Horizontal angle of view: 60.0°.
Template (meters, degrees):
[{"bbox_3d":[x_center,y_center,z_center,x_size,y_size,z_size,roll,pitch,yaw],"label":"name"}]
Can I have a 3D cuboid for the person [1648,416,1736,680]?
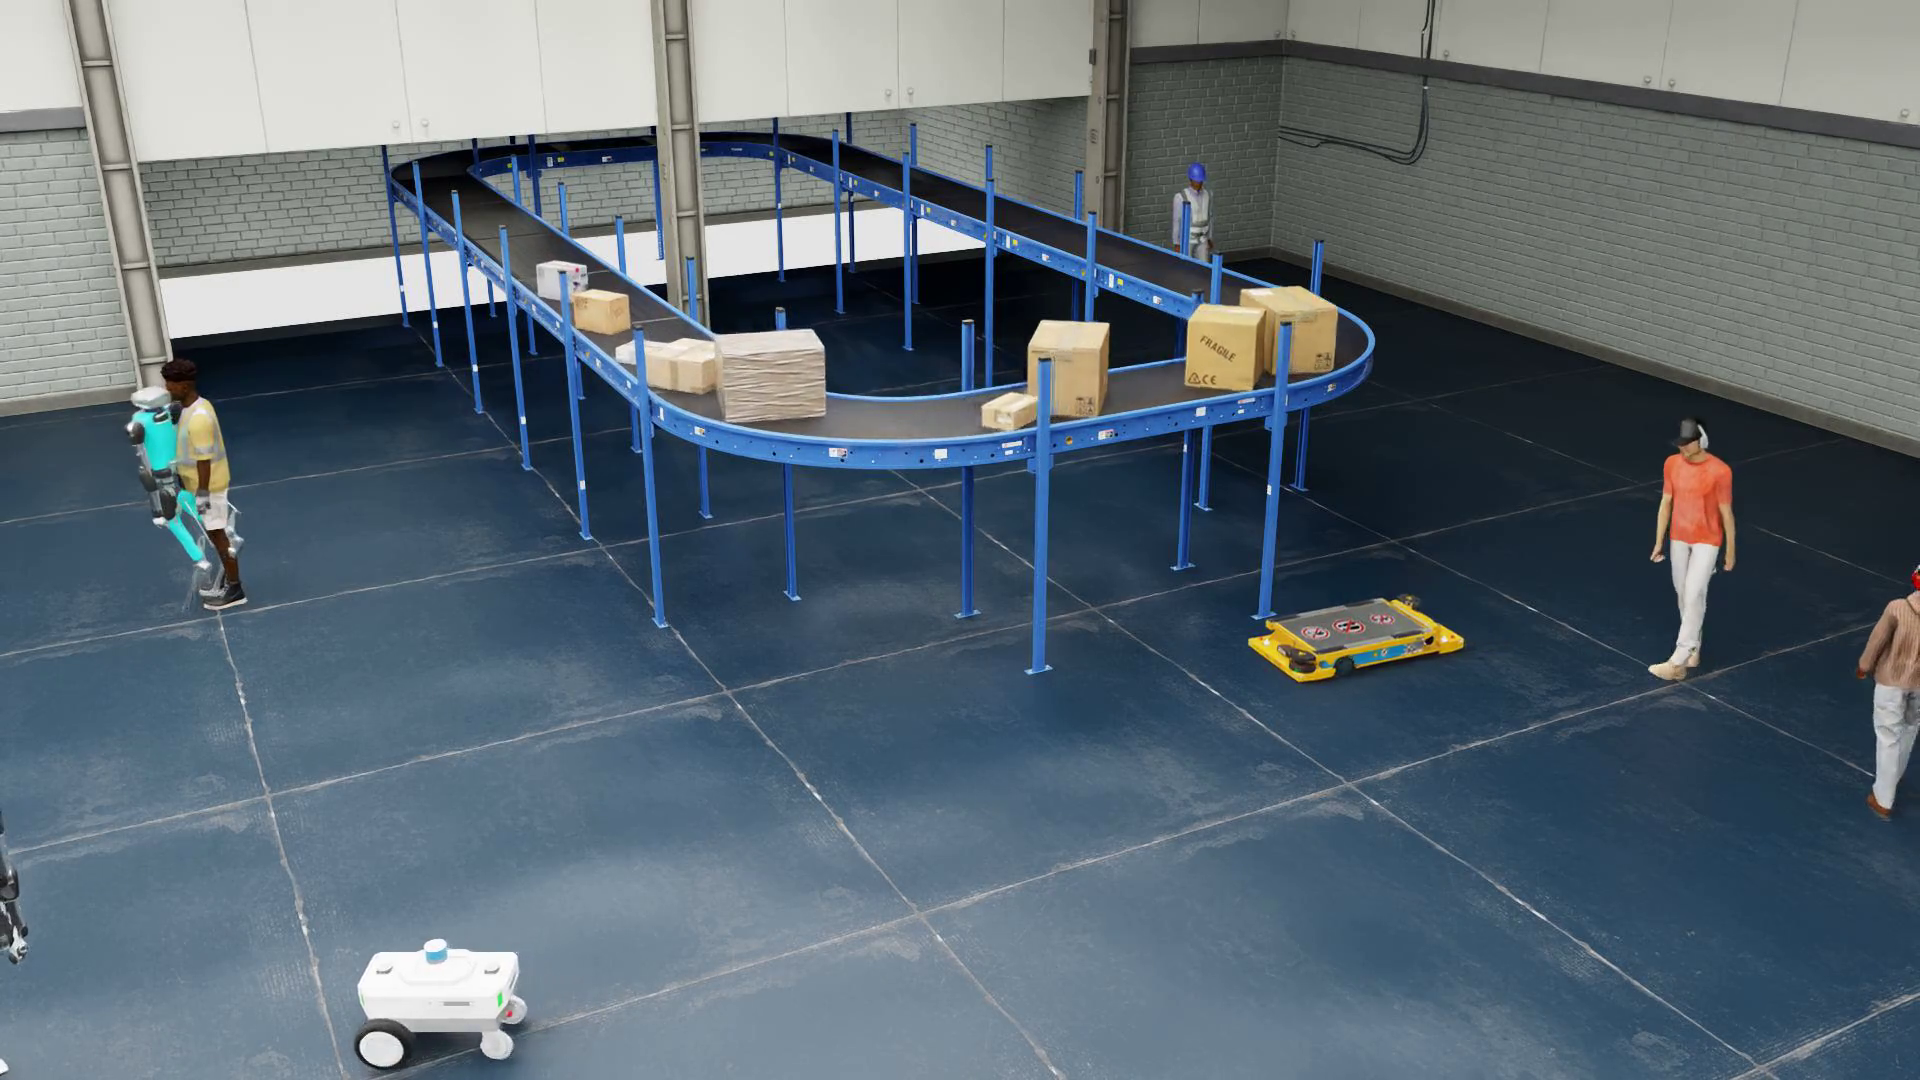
[{"bbox_3d":[5.080,0.053,11.618,0.796,1.863,0.575,-17,28,-36],"label":"person"}]

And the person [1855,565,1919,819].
[{"bbox_3d":[5.658,0.832,9.996,0.464,1.626,0.688,5,23,12],"label":"person"}]

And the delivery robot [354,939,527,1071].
[{"bbox_3d":[-2.521,2.203,8.037,0.765,0.585,0.499,0,22,0],"label":"delivery robot"}]

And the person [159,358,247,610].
[{"bbox_3d":[-5.781,-0.446,12.725,0.368,1.959,0.608,-11,24,-24],"label":"person"}]

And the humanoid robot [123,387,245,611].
[{"bbox_3d":[-5.788,-0.246,12.627,0.732,1.855,0.560,4,22,10],"label":"humanoid robot"}]

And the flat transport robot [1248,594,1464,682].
[{"bbox_3d":[2.888,0.712,12.115,1.431,0.231,0.659,-9,24,-21],"label":"flat transport robot"}]

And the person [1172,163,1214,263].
[{"bbox_3d":[2.953,-3.809,21.083,0.614,1.933,0.412,-12,25,-28],"label":"person"}]

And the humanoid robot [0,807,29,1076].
[{"bbox_3d":[-4.543,1.801,7.483,0.868,1.789,0.543,17,28,36],"label":"humanoid robot"}]
